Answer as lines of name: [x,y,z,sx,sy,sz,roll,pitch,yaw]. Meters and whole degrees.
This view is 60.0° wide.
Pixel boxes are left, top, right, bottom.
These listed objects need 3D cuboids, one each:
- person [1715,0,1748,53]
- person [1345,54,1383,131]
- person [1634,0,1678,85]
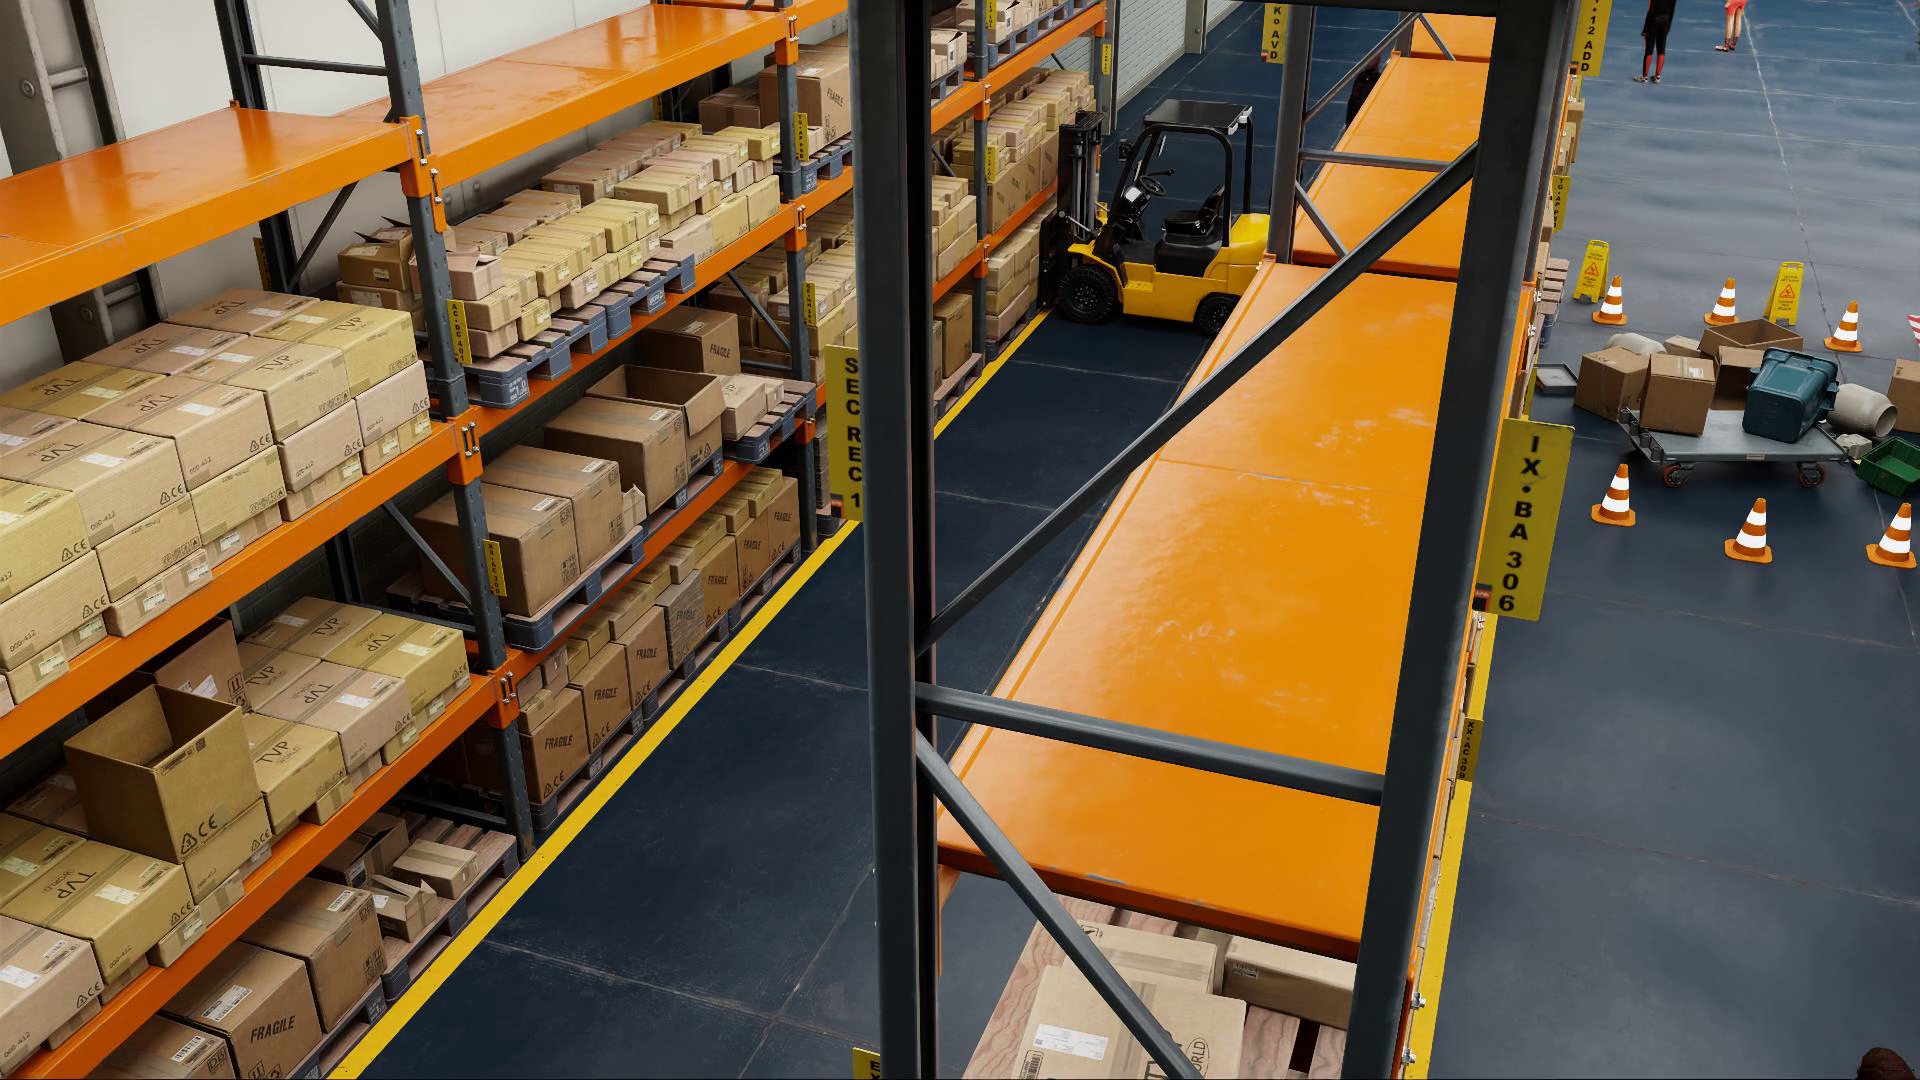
person: [13.589,-9.440,29.063,0.657,1.720,0.728,-14,31,-25]
person: [5.182,-5.323,21.221,0.773,1.825,0.732,21,35,34]
person: [11.286,-8.321,26.870,0.706,1.808,0.701,-4,28,-8]
